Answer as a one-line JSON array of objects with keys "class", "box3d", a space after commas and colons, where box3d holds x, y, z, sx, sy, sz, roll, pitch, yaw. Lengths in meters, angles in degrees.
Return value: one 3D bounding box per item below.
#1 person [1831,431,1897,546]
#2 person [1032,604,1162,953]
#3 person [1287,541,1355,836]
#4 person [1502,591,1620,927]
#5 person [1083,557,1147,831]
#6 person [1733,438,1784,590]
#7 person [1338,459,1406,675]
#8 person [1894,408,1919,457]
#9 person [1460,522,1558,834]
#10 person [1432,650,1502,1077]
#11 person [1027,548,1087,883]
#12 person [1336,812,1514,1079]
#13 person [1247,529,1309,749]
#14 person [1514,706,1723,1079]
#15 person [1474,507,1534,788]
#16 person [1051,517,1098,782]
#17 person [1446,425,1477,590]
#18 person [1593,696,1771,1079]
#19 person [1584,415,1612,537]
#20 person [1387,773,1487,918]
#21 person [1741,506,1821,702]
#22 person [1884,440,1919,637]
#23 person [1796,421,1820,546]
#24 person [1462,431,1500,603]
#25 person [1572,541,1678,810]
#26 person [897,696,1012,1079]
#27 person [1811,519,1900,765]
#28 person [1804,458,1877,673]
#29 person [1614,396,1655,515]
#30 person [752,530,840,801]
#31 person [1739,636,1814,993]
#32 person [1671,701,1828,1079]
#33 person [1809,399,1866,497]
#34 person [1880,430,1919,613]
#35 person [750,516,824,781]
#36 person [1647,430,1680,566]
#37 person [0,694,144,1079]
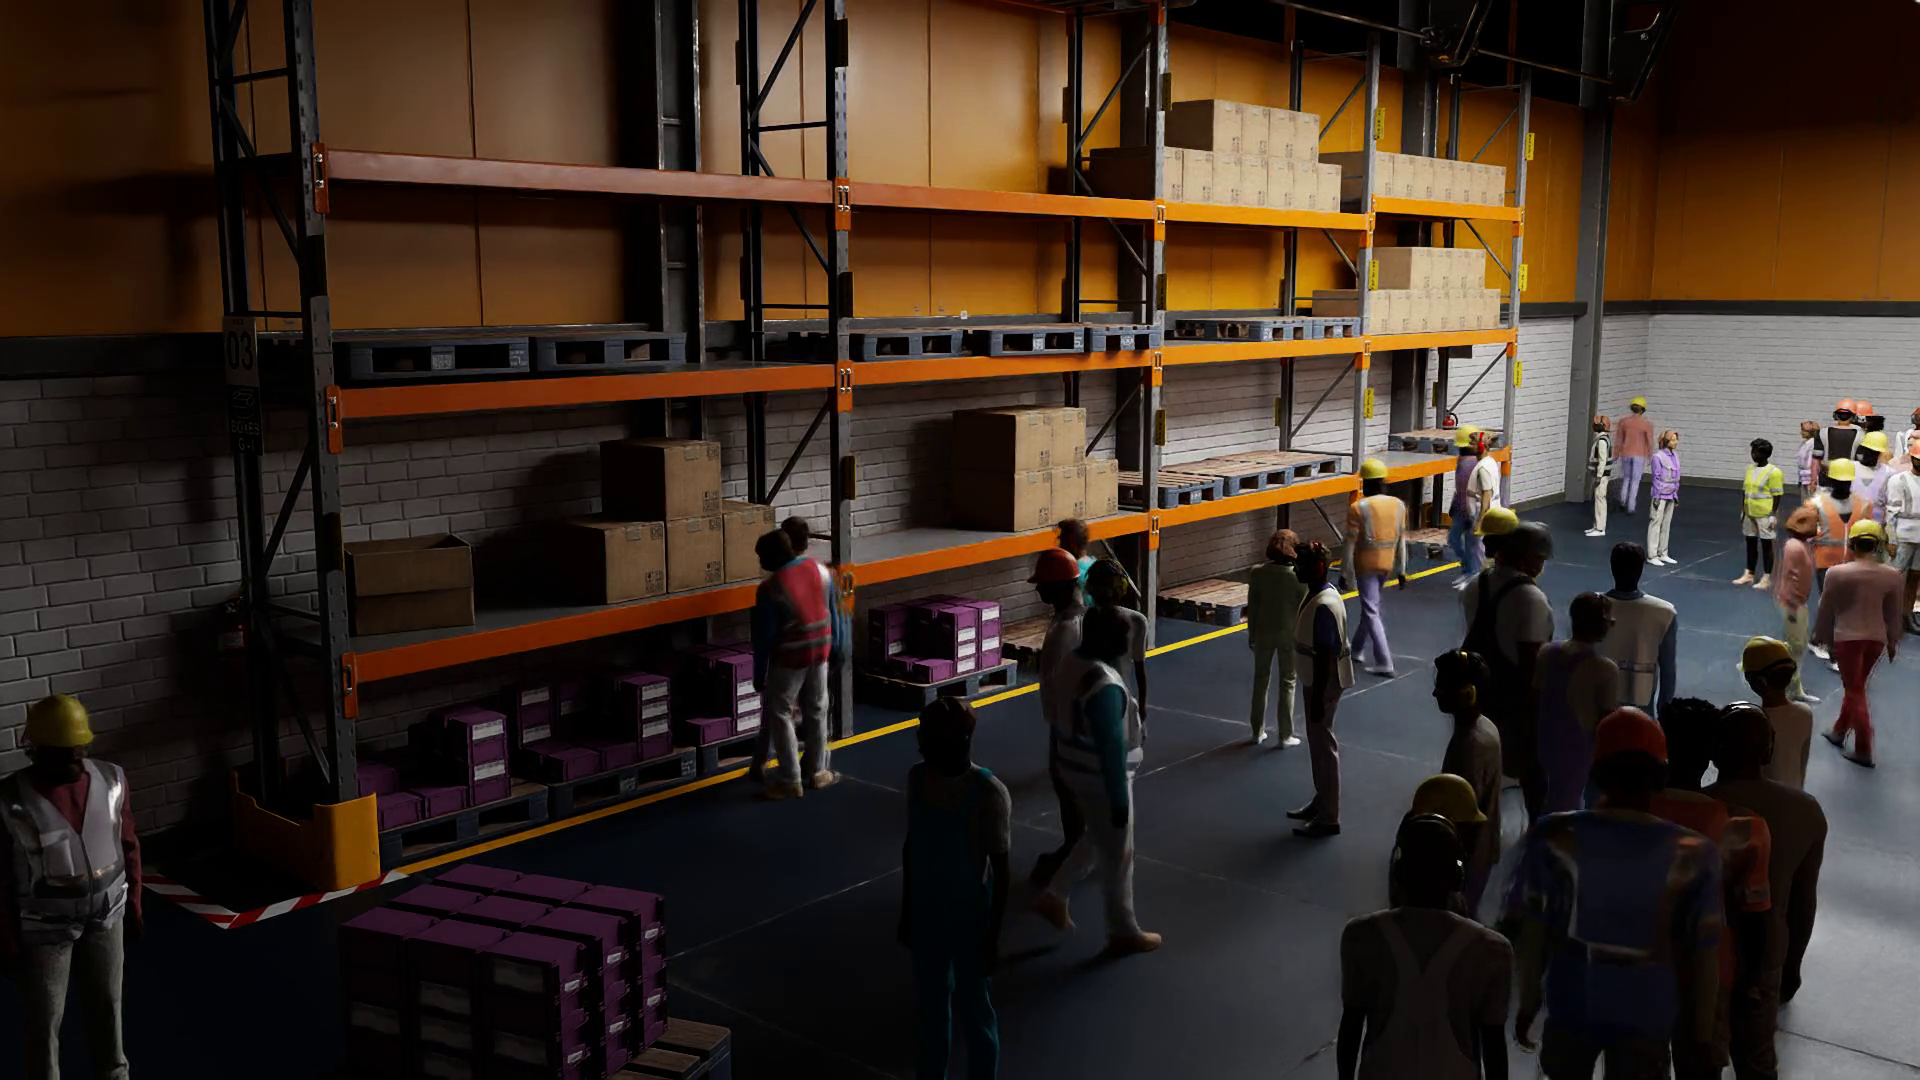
[{"class": "person", "box3d": [9.256, -0.173, 17.099, 0.642, 1.910, 0.551, 3, 9, 21]}, {"class": "person", "box3d": [0.722, 1.213, 8.437, 0.601, 1.826, 0.653, -2, 9, -12]}, {"class": "person", "box3d": [2.250, 0.913, 10.362, 0.393, 1.836, 0.561, 1, 9, 6]}, {"class": "person", "box3d": [3.314, 1.159, 8.913, 0.976, 1.783, 0.527, -4, 10, -22]}, {"class": "person", "box3d": [0.831, 1.014, 9.625, 0.508, 1.862, 0.328, 1, 9, 7]}, {"class": "person", "box3d": [8.927, -0.288, 18.558, 0.318, 1.692, 0.568, -2, 9, -14]}, {"class": "person", "box3d": [3.620, 0.222, 14.669, 0.613, 1.900, 0.805, -4, 10, -26]}, {"class": "person", "box3d": [11.980, -0.733, 20.826, 0.576, 1.880, 0.360, 8, 12, 42]}, {"class": "person", "box3d": [3.418, 0.836, 10.184, 0.935, 2.000, 0.694, -5, 10, -29]}, {"class": "person", "box3d": [2.169, 1.390, 7.198, 0.329, 1.862, 0.513, 3, 9, 19]}, {"class": "person", "box3d": [0.574, 0.997, 9.522, 0.388, 1.929, 0.547, 2, 9, 11]}, {"class": "person", "box3d": [1.394, 1.732, 5.058, 0.503, 1.839, 0.342, 3, 9, 18]}, {"class": "person", "box3d": [2.352, 0.725, 12.242, 0.502, 1.624, 0.296, 5, 10, 29]}, {"class": "person", "box3d": [2.213, 1.560, 5.623, 0.620, 2.006, 0.782, 4, 9, 22]}, {"class": "person", "box3d": [3.663, 0.727, 11.301, 0.397, 1.919, 0.581, -1, 9, -9]}, {"class": "person", "box3d": [0.815, 0.756, 11.360, 0.413, 1.840, 0.589, 3, 9, 20]}, {"class": "person", "box3d": [5.595, -0.347, 18.360, 0.500, 1.872, 0.629, -2, 9, -11]}, {"class": "person", "box3d": [2.559, 1.524, 5.988, 0.617, 1.964, 0.361, 4, 10, 25]}, {"class": "person", "box3d": [8.628, -0.864, 22.441, 0.306, 1.640, 0.522, 3, 9, 19]}, {"class": "person", "box3d": [1.644, 1.663, 5.848, 0.340, 1.735, 0.489, -1, 9, -4]}, {"class": "person", "box3d": [6.763, 0.516, 13.575, 0.501, 1.619, 0.512, 7, 11, 36]}, {"class": "person", "box3d": [9.211, -0.021, 16.063, 0.545, 1.933, 0.376, -1, 9, -9]}, {"class": "person", "box3d": [11.098, -0.745, 21.728, 0.328, 1.626, 0.527, 1, 9, 7]}, {"class": "person", "box3d": [5.579, -0.239, 17.746, 0.373, 1.843, 0.572, 3, 9, 18]}, {"class": "person", "box3d": [3.886, 0.958, 9.786, 0.591, 1.922, 0.392, 4, 10, 22]}, {"class": "person", "box3d": [-0.036, 1.502, 6.539, 0.507, 1.840, 0.344, 7, 11, 38]}, {"class": "person", "box3d": [6.424, 0.708, 12.010, 0.516, 1.722, 0.828, -1, 9, -3]}, {"class": "person", "box3d": [7.803, 0.202, 14.805, 0.588, 1.878, 0.993, 0, 9, 0]}, {"class": "person", "box3d": [9.933, -1.239, 24.466, 0.554, 1.749, 0.407, 9, 12, 44]}, {"class": "person", "box3d": [-1.088, 0.814, 11.130, 0.698, 1.807, 0.432, -8, 12, -43]}, {"class": "person", "box3d": [3.814, 1.330, 7.910, 0.525, 1.759, 0.337, -5, 10, -31]}, {"class": "person", "box3d": [2.775, 1.531, 6.030, 0.636, 1.939, 0.364, -1, 9, -9]}, {"class": "person", "box3d": [10.605, -0.688, 20.075, 0.612, 2.029, 0.407, 5, 10, 30]}, {"class": "person", "box3d": [9.887, -0.194, 17.282, 0.639, 1.902, 0.406, 8, 12, 42]}, {"class": "person", "box3d": [-1.169, 0.743, 11.474, 0.479, 1.829, 0.541, 8, 12, 42]}, {"class": "person", "box3d": [8.535, -0.513, 20.159, 0.514, 1.645, 0.307, -7, 11, -39]}, {"class": "person", "box3d": [-3.535, 1.500, 6.609, 0.403, 1.824, 0.591, 6, 11, 36]}]
